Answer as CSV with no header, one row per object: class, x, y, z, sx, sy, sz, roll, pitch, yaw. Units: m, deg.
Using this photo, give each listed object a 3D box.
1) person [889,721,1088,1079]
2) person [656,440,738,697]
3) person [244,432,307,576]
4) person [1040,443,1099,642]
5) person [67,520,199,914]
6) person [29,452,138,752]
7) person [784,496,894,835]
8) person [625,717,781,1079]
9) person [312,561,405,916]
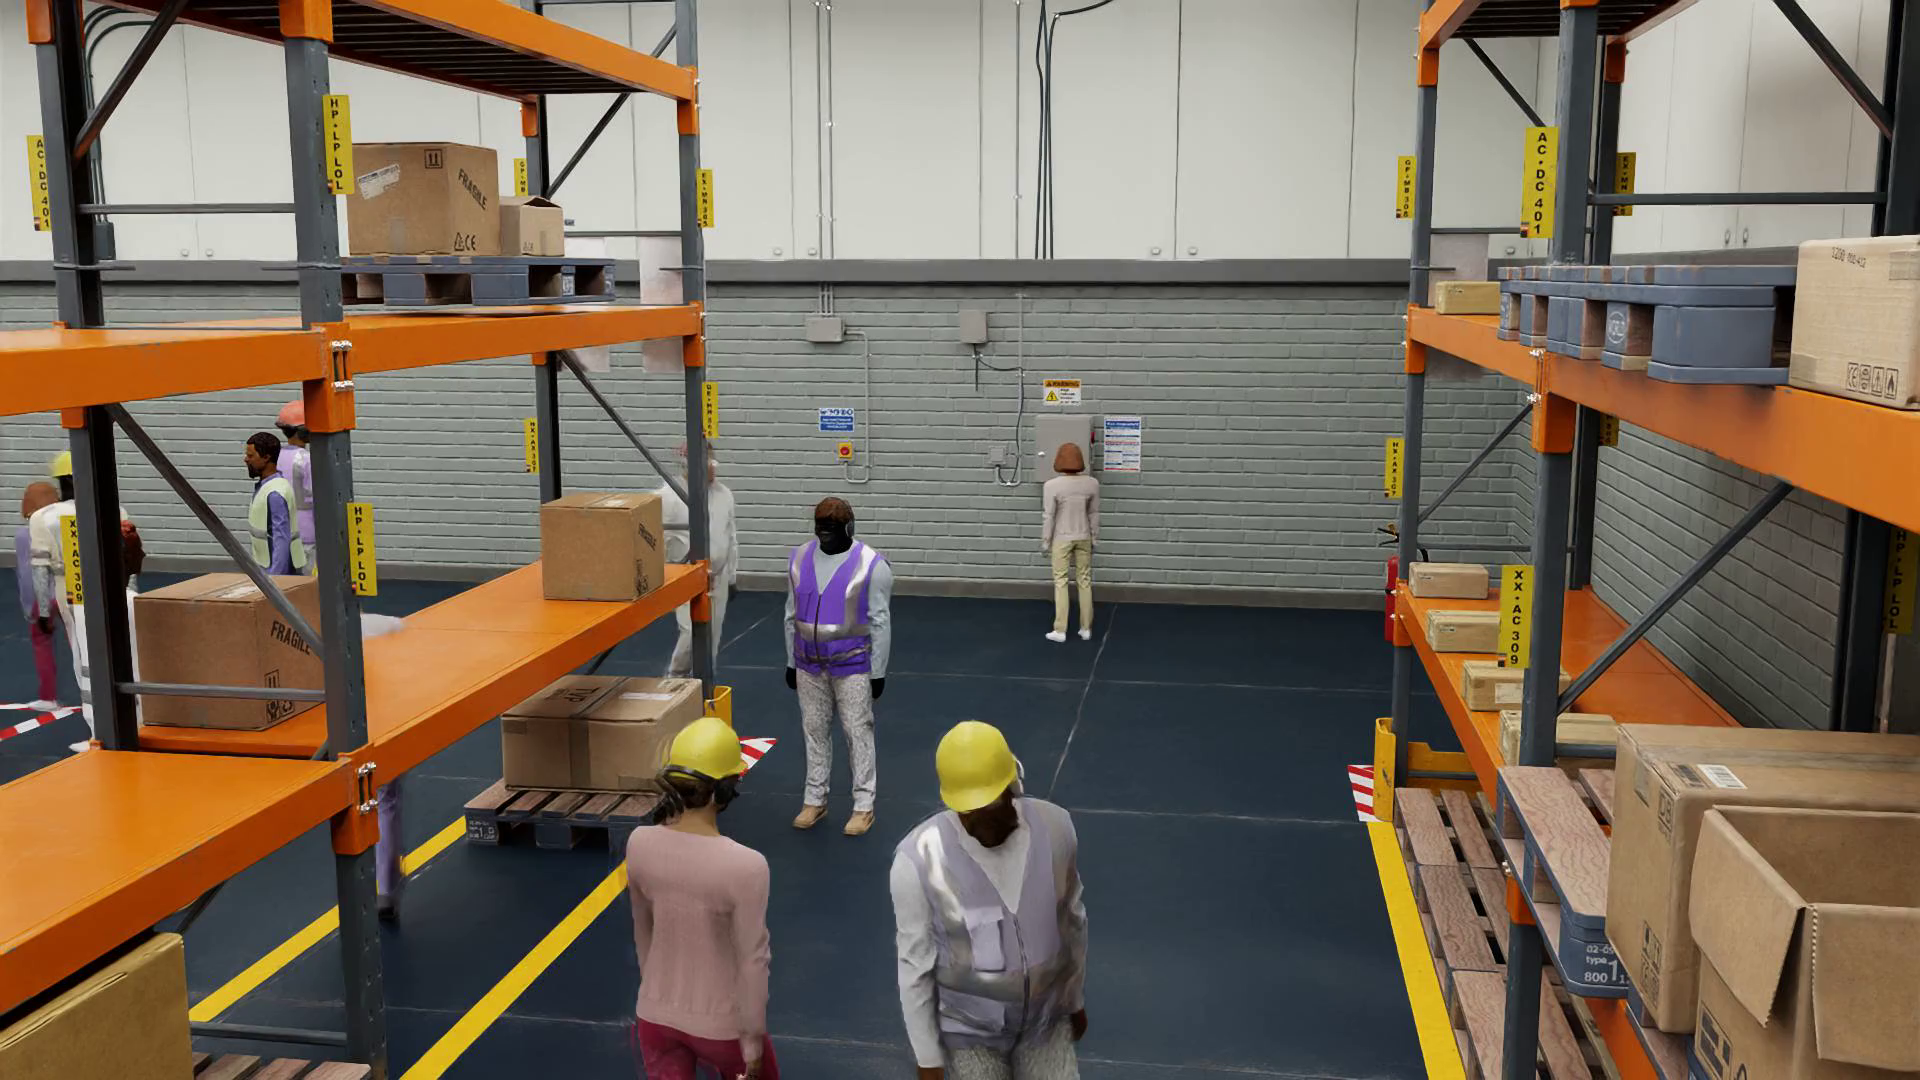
person,0.110,1.373,4.788,0.618,1.798,0.410,-4,10,-21
person,-1.753,0.265,11.297,0.663,1.898,0.415,-9,13,-43
person,-4.786,0.199,11.642,0.391,1.920,0.593,-5,11,-29
person,0.893,0.023,13.647,0.510,1.633,0.320,-4,10,-22
person,-3.910,0.839,7.806,0.572,1.883,0.354,6,11,34
person,-5.562,0.389,10.606,0.652,1.888,0.603,7,11,36
person,-0.673,0.674,8.992,0.628,1.837,0.429,4,10,24
person,-0.745,1.383,4.857,0.525,1.752,0.456,4,10,24
person,-2.868,0.926,7.903,0.523,1.717,0.907,-5,10,-26
